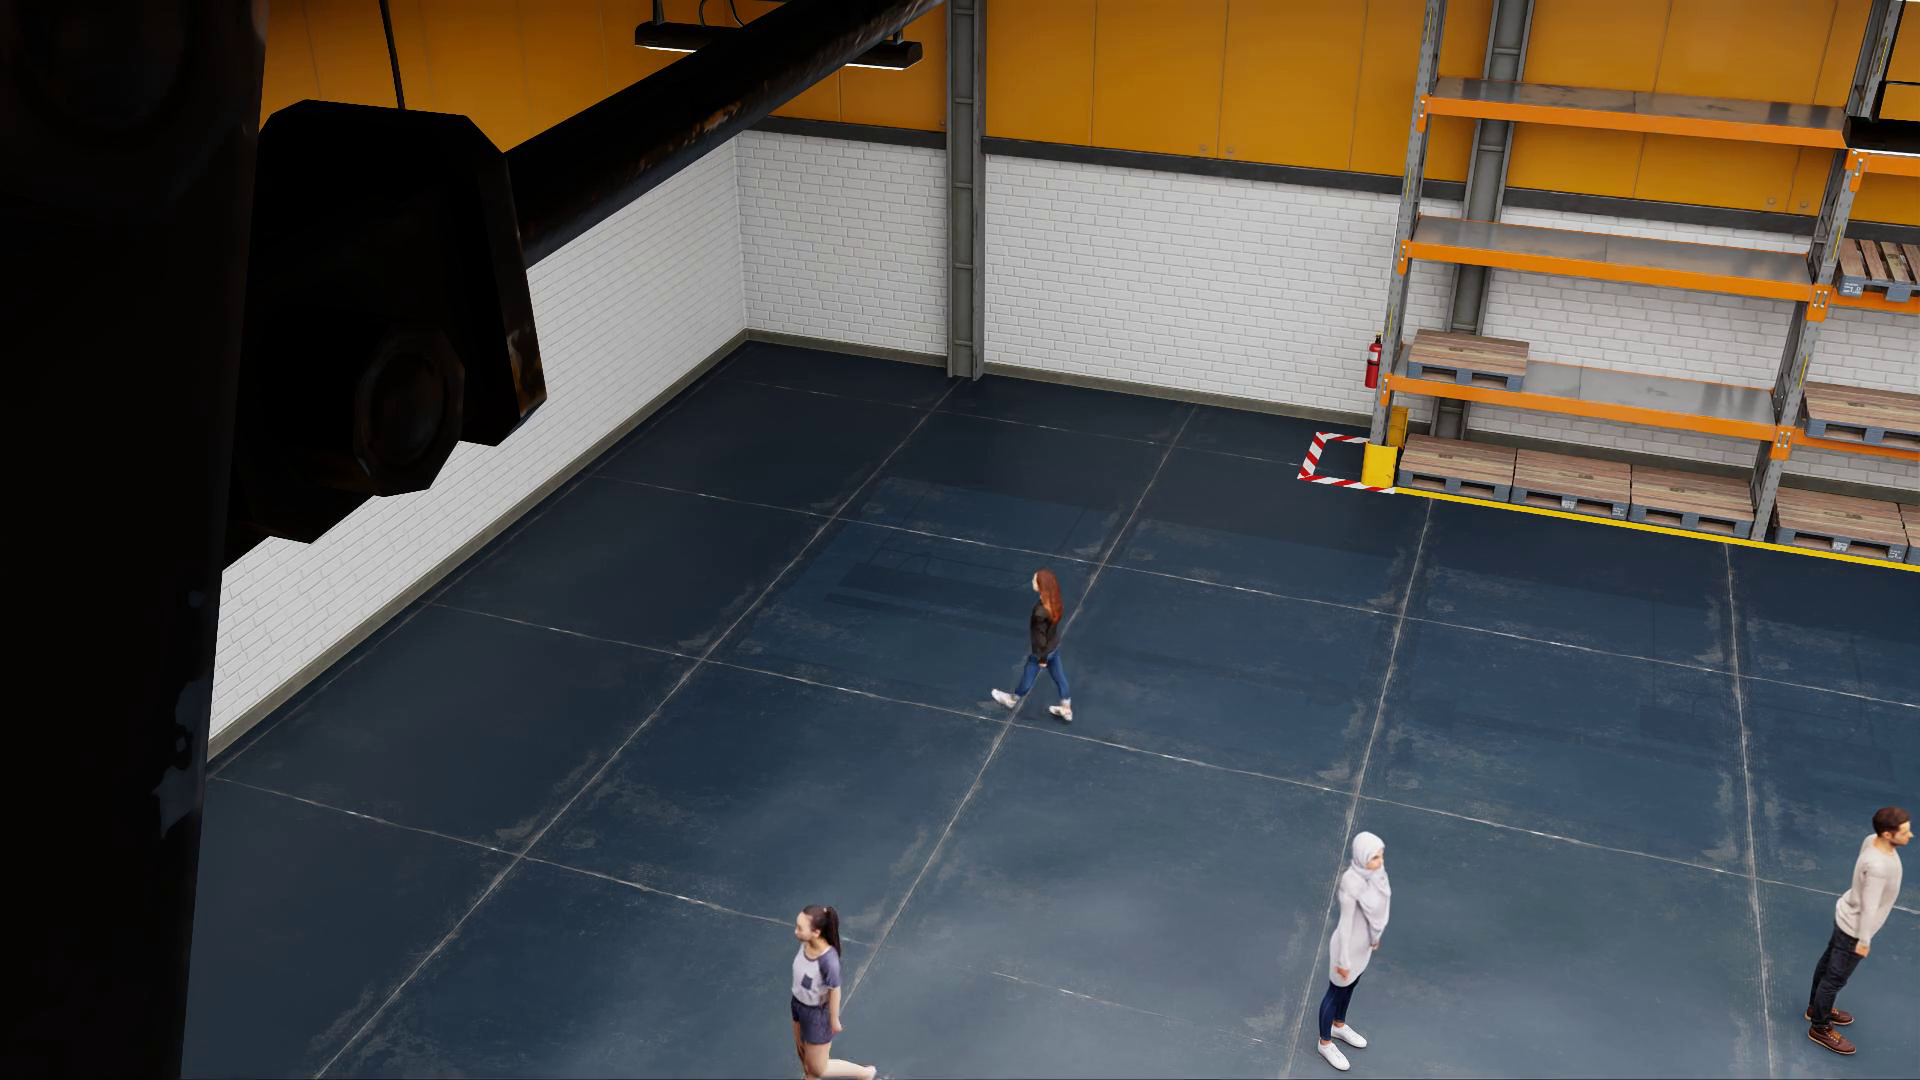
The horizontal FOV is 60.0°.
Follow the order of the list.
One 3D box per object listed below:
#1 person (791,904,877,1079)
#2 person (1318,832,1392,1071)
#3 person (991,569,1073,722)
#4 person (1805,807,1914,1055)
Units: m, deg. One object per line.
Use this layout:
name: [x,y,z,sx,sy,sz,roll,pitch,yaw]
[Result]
person: [-0.828,2.919,10.371,0.910,1.634,0.853,-13,31,-23]
person: [2.541,2.619,10.773,0.668,1.775,0.683,25,37,38]
person: [0.799,0.927,14.221,0.966,1.444,0.633,13,31,23]
person: [5.867,2.501,10.893,0.609,1.868,0.679,14,31,23]
